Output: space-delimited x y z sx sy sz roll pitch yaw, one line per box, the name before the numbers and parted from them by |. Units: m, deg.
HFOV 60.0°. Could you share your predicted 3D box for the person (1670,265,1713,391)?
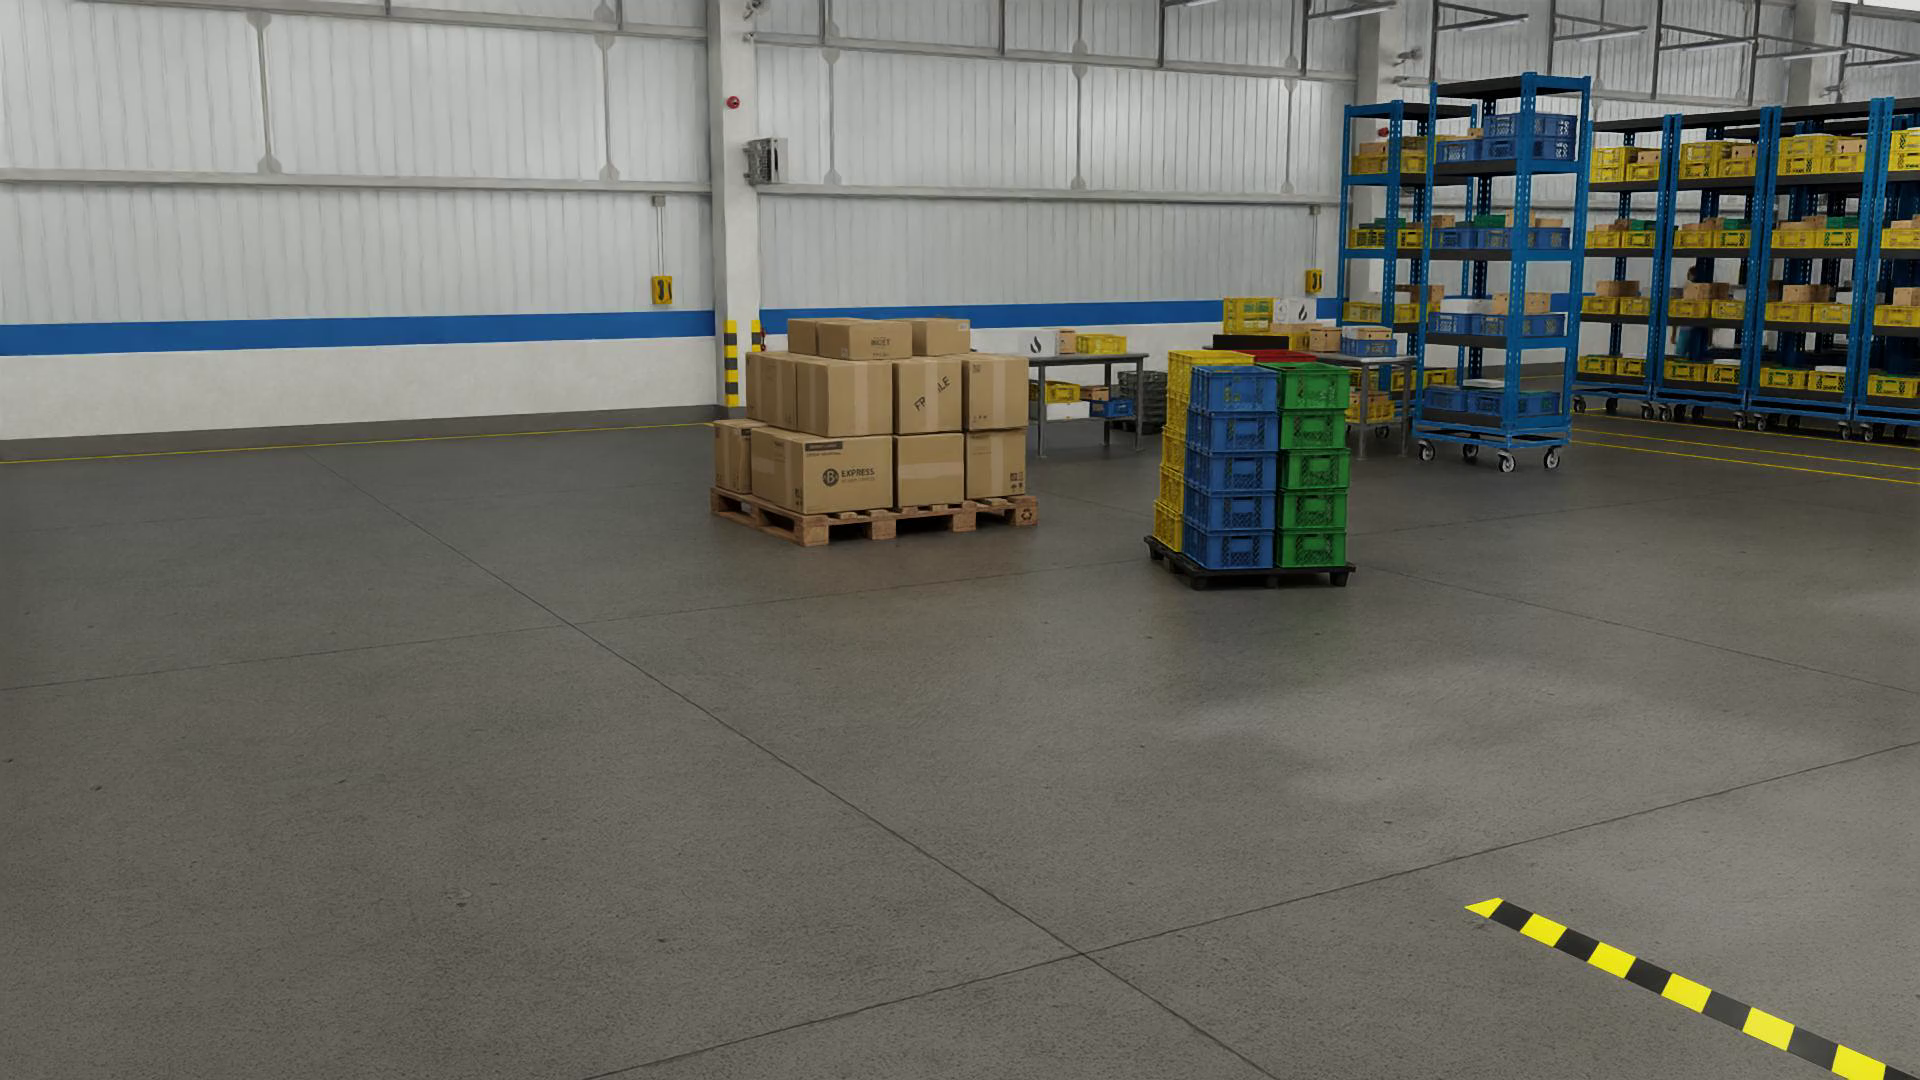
person | 10.002 -2.826 22.669 0.481 1.817 0.619 -7 12 -35
